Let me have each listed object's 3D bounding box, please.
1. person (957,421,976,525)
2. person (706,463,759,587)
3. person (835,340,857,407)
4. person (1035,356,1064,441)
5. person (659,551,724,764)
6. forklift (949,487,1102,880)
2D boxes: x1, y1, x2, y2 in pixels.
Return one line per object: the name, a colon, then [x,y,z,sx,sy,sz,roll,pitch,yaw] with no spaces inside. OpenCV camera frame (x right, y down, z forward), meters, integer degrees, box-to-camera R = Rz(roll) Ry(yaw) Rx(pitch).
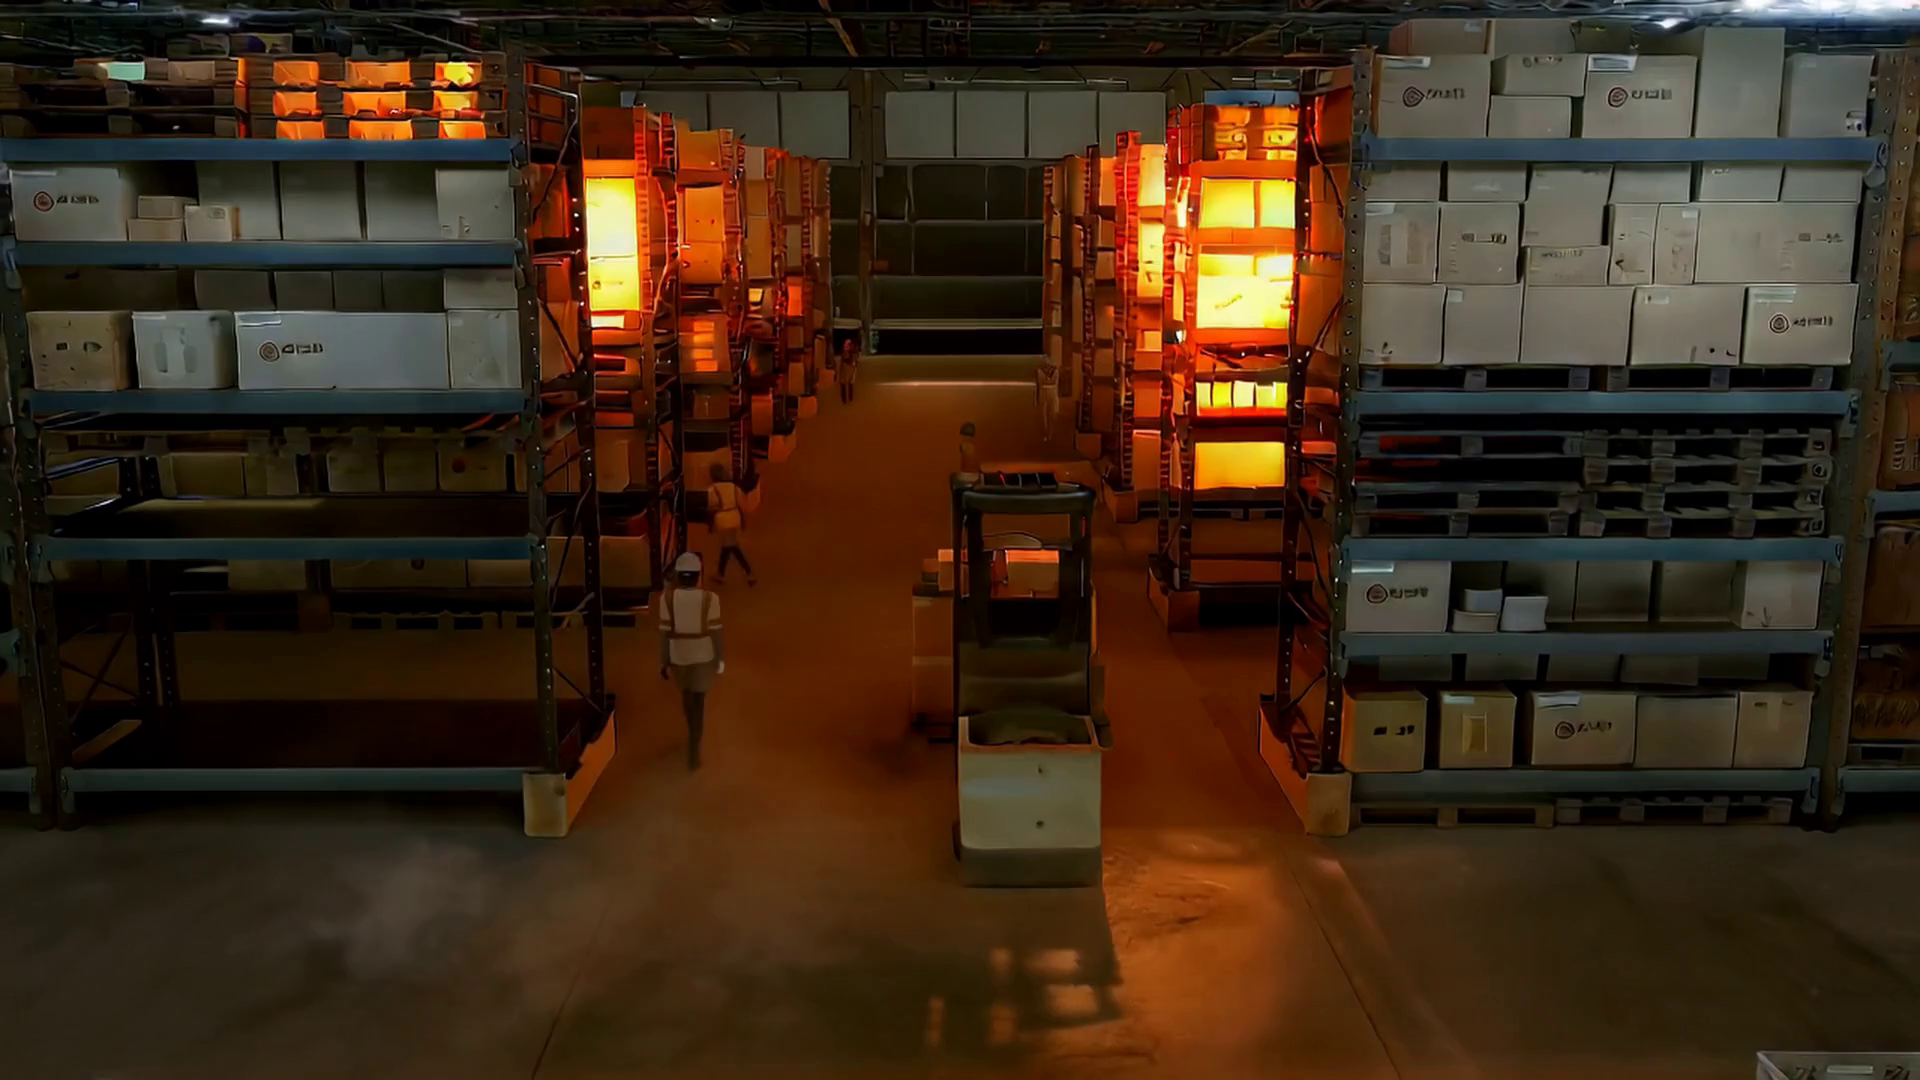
person: [0.123,-1.051,26.013,0.270,1.632,0.508,-5,12,-23]
person: [-2.978,-0.190,21.773,0.936,1.626,0.511,8,14,33]
person: [-2.819,-4.105,41.020,0.546,1.680,0.373,-1,11,-3]
person: [1.887,-2.987,35.185,0.594,1.795,0.953,0,11,-2]
person: [-2.425,1.040,15.020,0.556,1.893,1.013,0,11,-2]
forklift: [0.495,0.986,12.813,1.129,2.768,1.873,0,11,-2]
